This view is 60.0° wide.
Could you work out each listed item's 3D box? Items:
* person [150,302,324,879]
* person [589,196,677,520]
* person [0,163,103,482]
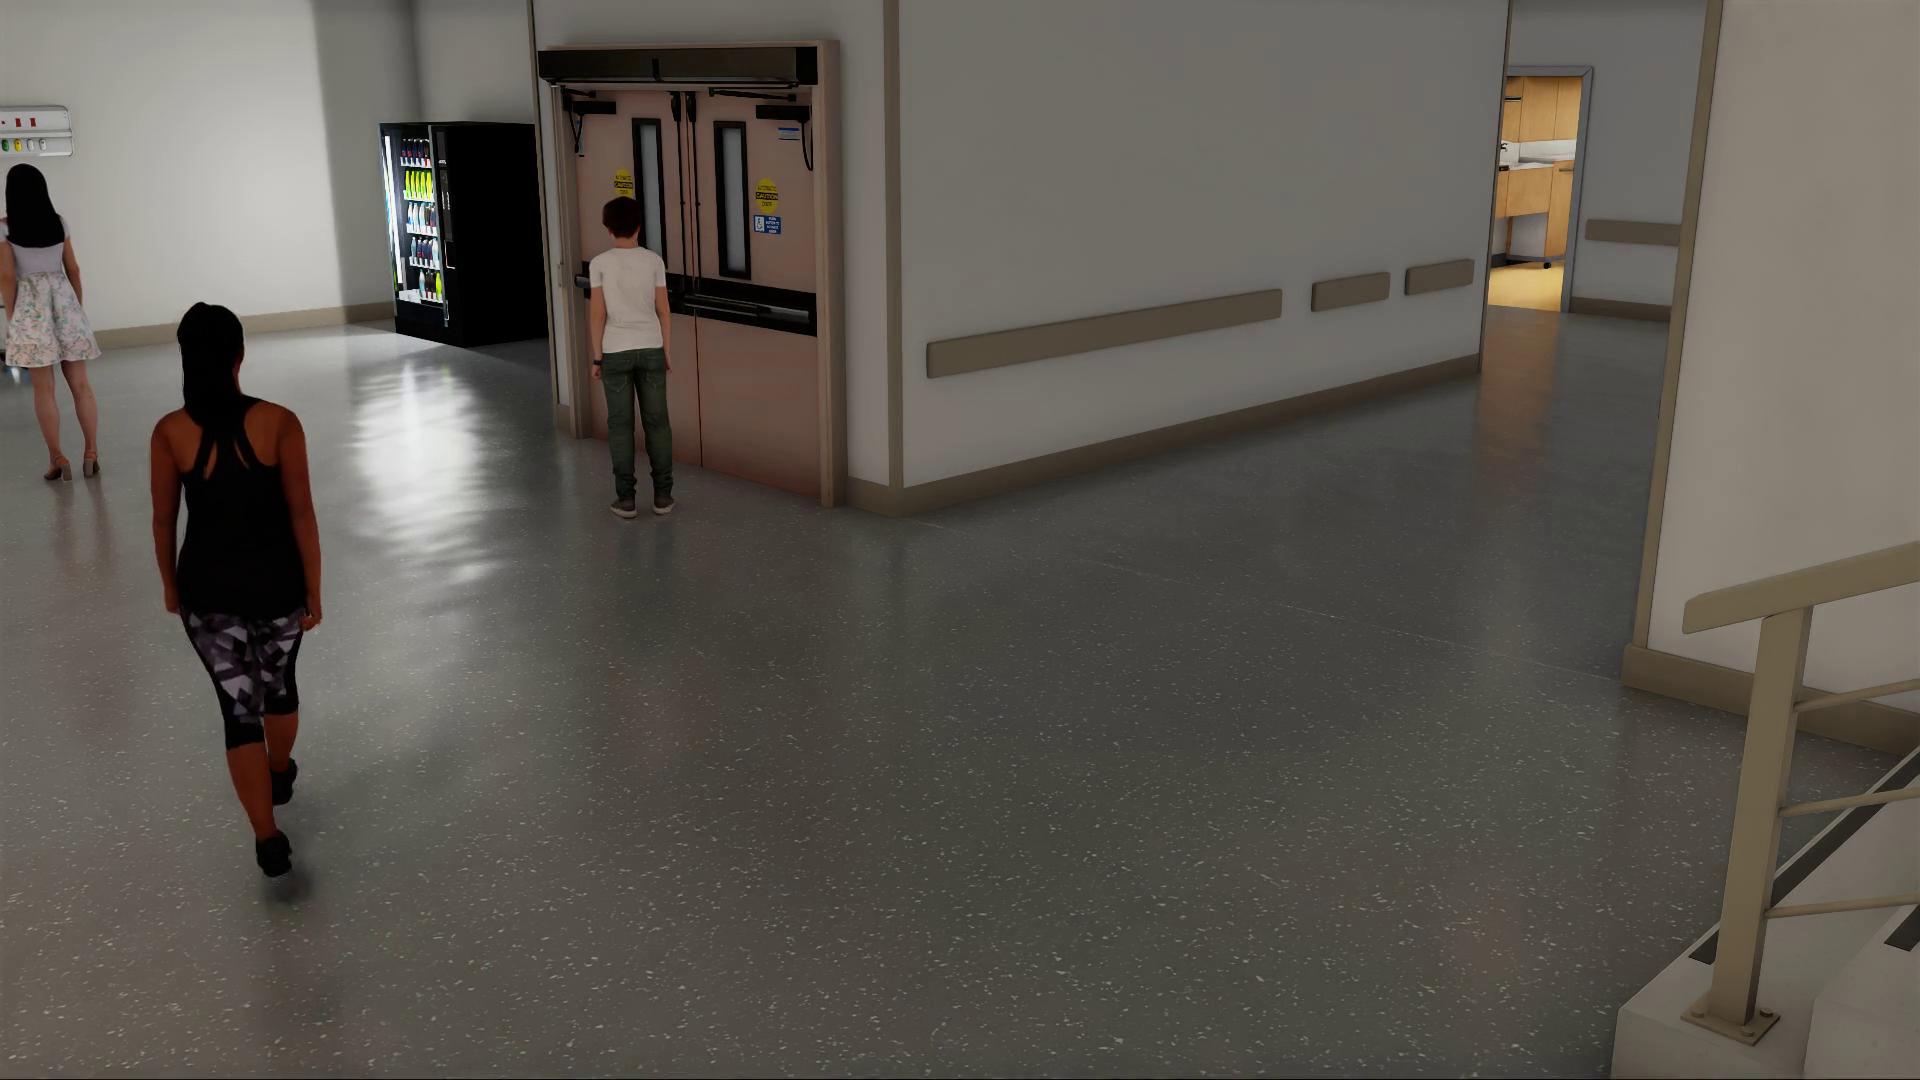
[{"bbox_3d":[-2.040,0.174,4.735,0.896,1.617,1.169,-6,17,-20],"label":"person"},{"bbox_3d":[-1.700,-0.949,8.647,0.658,1.655,0.670,-5,17,-17],"label":"person"},{"bbox_3d":[-5.154,-1.222,9.399,0.633,1.774,0.615,-15,21,-42],"label":"person"}]
